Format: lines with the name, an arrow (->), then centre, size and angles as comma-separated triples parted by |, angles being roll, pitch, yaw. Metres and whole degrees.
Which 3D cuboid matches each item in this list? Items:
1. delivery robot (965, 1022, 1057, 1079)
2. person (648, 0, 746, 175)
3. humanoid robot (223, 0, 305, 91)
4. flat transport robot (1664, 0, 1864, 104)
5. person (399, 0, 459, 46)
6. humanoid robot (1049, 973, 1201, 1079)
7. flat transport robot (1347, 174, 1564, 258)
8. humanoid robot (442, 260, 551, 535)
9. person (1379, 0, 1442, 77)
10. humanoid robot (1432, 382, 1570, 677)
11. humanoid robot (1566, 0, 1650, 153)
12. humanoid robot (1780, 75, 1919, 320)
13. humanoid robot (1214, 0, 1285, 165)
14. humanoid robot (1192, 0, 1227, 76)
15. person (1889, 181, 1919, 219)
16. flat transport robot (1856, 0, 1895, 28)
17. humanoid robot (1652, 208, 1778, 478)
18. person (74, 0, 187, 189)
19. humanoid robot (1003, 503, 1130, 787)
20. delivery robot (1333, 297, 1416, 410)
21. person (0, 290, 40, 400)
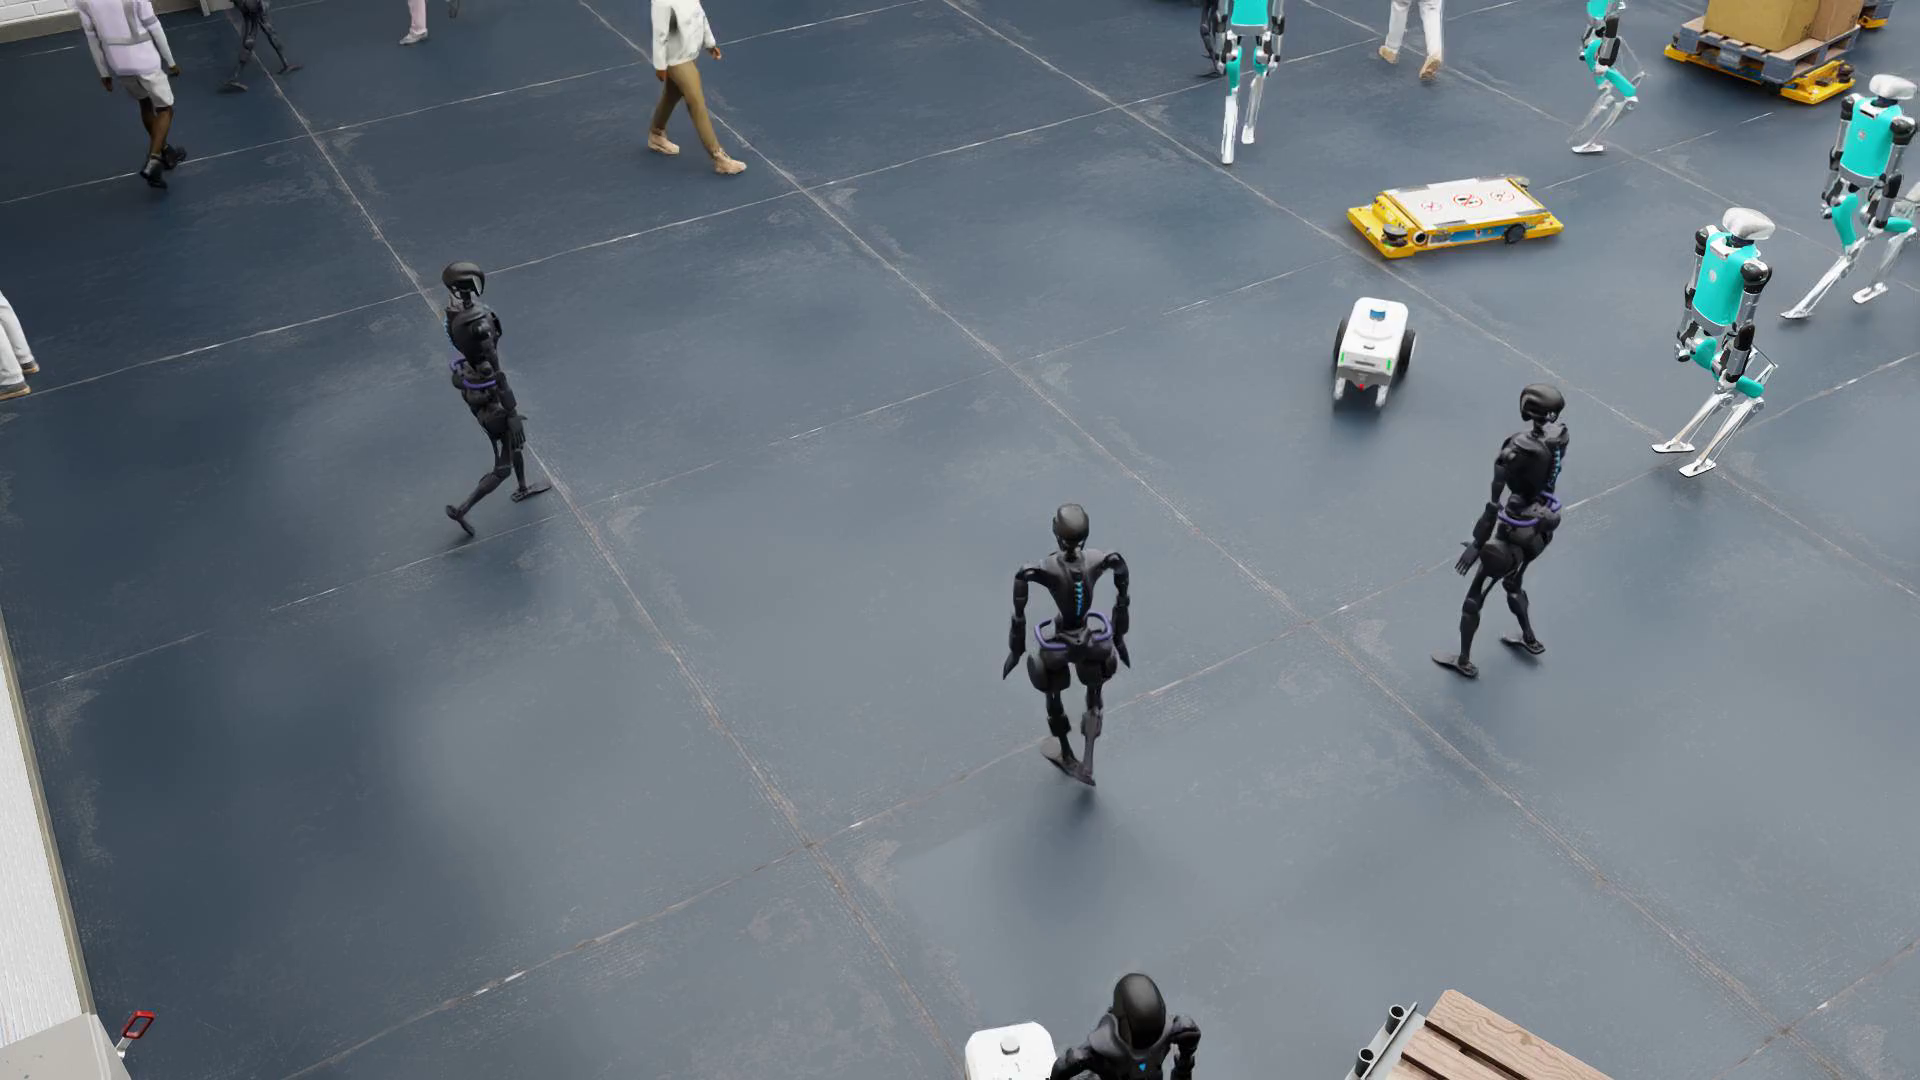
delivery robot -> 0.244, 2.236, 6.249 | 0.499, 0.606, 0.794 | -7, 39, -9
person -> -2.131, -3.709, 12.806 | 0.954, 1.714, 0.519 | 12, 40, 15
humanoid robot -> -6.102, -4.662, 14.092 | 0.790, 1.632, 0.589 | -30, 47, -32
flat transport robot -> 7.012, -4.200, 14.591 | 0.659, 0.231, 1.431 | -27, 46, -30
person -> -4.860, -5.379, 14.838 | 0.586, 1.807, 0.682 | 31, 48, 33
humanoid robot -> 0.509, 1.964, 5.688 | 0.592, 1.637, 0.443 | -14, 40, -16
flat transport robot -> 3.674, -2.403, 12.324 | 1.431, 0.231, 0.659 | -10, 39, -12
humanoid robot -> -2.674, -0.804, 9.195 | 0.685, 1.636, 0.605 | -24, 44, -27
person -> 3.991, -4.882, 14.222 | 0.639, 1.816, 0.819 | -5, 39, -6
humanoid robot -> 2.766, -0.035, 8.207 | 0.589, 1.638, 0.403 | -26, 45, -29
humanoid robot -> 5.124, -3.812, 12.933 | 0.670, 1.820, 0.539 | 0, 38, 0
humanoid robot -> 6.074, -2.250, 10.986 | 1.034, 1.763, 0.539 | -14, 41, -17
humanoid robot -> 2.264, -3.905, 13.052 | 0.535, 1.780, 0.888 | 7, 39, 9
humanoid robot -> 2.241, -4.841, 14.270 | 0.399, 1.638, 0.589 | 18, 42, 21
person -> 7.319, -2.931, 11.928 | 0.926, 1.577, 0.512 | 26, 45, 29
flat transport robot -> 7.824, -4.925, 15.506 | 1.431, 0.231, 0.659 | -9, 39, -11
humanoid robot -> 4.418, -1.129, 9.427 | 0.735, 1.677, 0.533 | -10, 40, -13
person -> -6.227, -3.588, 12.497 | 0.541, 1.905, 0.802 | 2, 38, 3
humanoid robot -> 0.513, 0.514, 7.530 | 0.591, 1.641, 0.494 | -9, 39, -11
delivery robot -> 2.632, -1.247, 10.617 | 0.499, 0.572, 0.747 | 13, 40, 15
person -> -6.122, -1.726, 10.176 | 0.342, 1.881, 0.571 | -6, 39, -8
